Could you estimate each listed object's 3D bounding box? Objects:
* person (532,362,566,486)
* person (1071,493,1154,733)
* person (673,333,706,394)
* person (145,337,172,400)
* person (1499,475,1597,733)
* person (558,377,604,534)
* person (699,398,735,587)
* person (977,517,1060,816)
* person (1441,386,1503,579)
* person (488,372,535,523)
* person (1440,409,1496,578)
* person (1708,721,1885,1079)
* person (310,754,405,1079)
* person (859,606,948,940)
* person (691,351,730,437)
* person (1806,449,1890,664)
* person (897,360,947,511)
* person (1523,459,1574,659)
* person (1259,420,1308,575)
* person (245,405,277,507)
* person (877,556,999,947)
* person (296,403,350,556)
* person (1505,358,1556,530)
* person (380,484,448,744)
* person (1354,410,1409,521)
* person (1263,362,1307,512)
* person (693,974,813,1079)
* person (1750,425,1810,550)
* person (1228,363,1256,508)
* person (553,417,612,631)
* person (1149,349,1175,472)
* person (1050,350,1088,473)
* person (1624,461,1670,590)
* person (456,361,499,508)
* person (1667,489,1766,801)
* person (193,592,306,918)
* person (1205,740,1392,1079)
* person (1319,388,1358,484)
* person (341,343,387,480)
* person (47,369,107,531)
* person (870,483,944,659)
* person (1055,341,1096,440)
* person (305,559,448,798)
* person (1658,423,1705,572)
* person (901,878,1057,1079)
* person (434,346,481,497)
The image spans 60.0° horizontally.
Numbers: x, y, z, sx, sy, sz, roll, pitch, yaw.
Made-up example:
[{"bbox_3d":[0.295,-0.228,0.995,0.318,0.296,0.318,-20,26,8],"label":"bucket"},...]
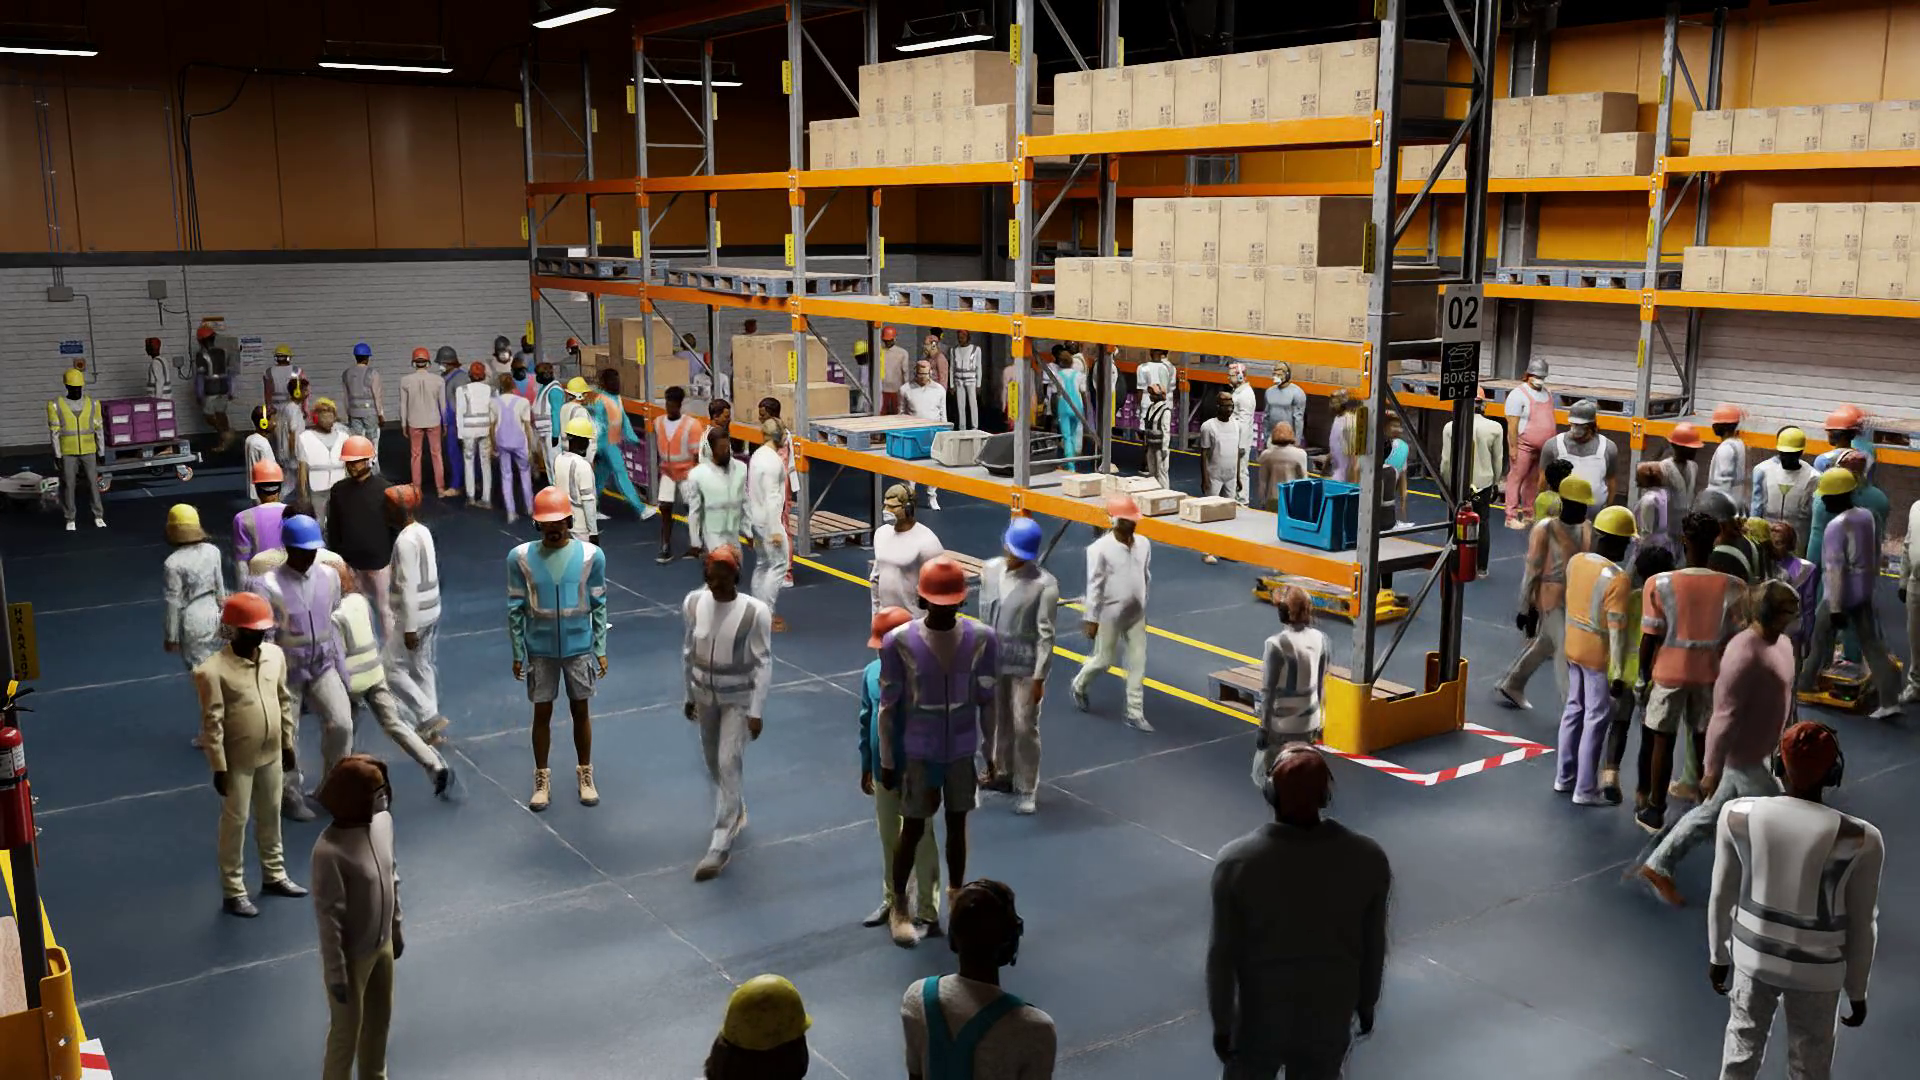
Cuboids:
[{"bbox_3d":[-5.295,-1.382,21.470,0.429,1.833,0.637,-6,13,-29],"label":"person"},{"bbox_3d":[1.126,0.498,12.106,0.570,1.730,0.741,-7,13,-32],"label":"person"},{"bbox_3d":[-4.092,-2.161,25.175,0.632,1.939,0.368,-1,11,-4],"label":"person"},{"bbox_3d":[-12.071,-2.114,25.076,0.342,1.881,0.586,-3,12,-17],"label":"person"},{"bbox_3d":[4.333,0.423,12.159,0.597,1.873,0.981,-7,13,-30],"label":"person"},{"bbox_3d":[-4.432,-0.983,19.413,0.403,1.834,0.589,-9,14,-38],"label":"person"},{"bbox_3d":[-2.431,-0.459,16.551,0.401,1.909,0.599,0,11,-1],"label":"person"},{"bbox_3d":[0.303,0.757,10.360,0.452,1.894,0.776,-10,15,-41],"label":"person"},{"bbox_3d":[5.215,-0.586,16.992,0.608,1.987,0.388,2,11,8],"label":"person"},{"bbox_3d":[-5.454,-1.136,20.226,0.518,1.816,0.665,-2,11,-8],"label":"person"},{"bbox_3d":[5.229,-0.547,17.055,0.573,1.884,0.359,4,12,18],"label":"person"},{"bbox_3d":[3.064,1.586,6.170,0.568,1.878,0.351,10,15,42],"label":"person"},{"bbox_3d":[-2.363,1.630,6.585,0.281,1.628,0.504,2,11,12],"label":"person"},{"bbox_3d":[-0.311,1.186,8.553,0.574,1.742,0.356,10,15,40],"label":"person"},{"bbox_3d":[-3.602,-1.853,24.070,0.560,1.752,0.326,-3,12,-17],"label":"person"},{"bbox_3d":[6.852,0.239,12.975,0.648,1.907,0.409,-3,11,-14],"label":"person"},{"bbox_3d":[-0.473,-1.306,20.897,0.638,1.903,0.408,-2,11,-12],"label":"person"},{"bbox_3d":[4.959,0.155,13.968,0.321,1.689,0.530,0,11,-2],"label":"person"},{"bbox_3d":[3.308,-0.413,17.025,0.544,1.619,0.553,7,13,32],"label":"person"},{"bbox_3d":[-6.850,-0.408,16.432,0.344,1.856,0.525,-9,14,-39],"label":"person"},{"bbox_3d":[-0.098,1.070,8.435,0.625,2.031,0.420,-3,12,-17],"label":"person"},{"bbox_3d":[-6.513,-0.512,17.039,0.581,1.825,0.784,-10,15,-43],"label":"person"},{"bbox_3d":[6.798,-1.147,19.720,0.683,2.000,0.536,-7,13,-31],"label":"person"},{"bbox_3d":[-3.825,0.537,11.530,0.431,1.871,0.613,-1,11,-7],"label":"person"},{"bbox_3d":[4.107,-0.365,16.274,0.604,1.818,0.446,-5,12,-23],"label":"person"},{"bbox_3d":[3.965,-1.225,20.424,0.367,1.932,0.623,-9,14,-37],"label":"person"},{"bbox_3d":[-0.549,1.996,4.453,0.494,1.729,0.390,6,13,28],"label":"person"},{"bbox_3d":[7.086,-0.051,14.429,0.598,1.916,0.380,-4,12,-21],"label":"person"},{"bbox_3d":[3.413,-1.226,20.501,0.400,1.900,0.646,0,11,1],"label":"person"},{"bbox_3d":[-3.400,-0.138,14.870,0.374,1.919,0.585,-10,15,-41],"label":"person"},{"bbox_3d":[2.899,-1.936,23.999,0.388,1.947,0.615,2,11,12],"label":"person"},{"bbox_3d":[1.555,-1.773,23.578,0.507,1.807,0.889,-3,11,-13],"label":"person"},{"bbox_3d":[5.886,0.118,14.296,0.408,1.621,0.546,10,15,41],"label":"person"},{"bbox_3d":[-6.183,-1.357,21.300,0.621,1.840,0.830,-7,13,-31],"label":"person"},{"bbox_3d":[4.756,0.657,10.489,0.694,2.000,0.604,-10,15,-43],"label":"person"},{"bbox_3d":[-3.761,1.127,8.855,0.361,1.742,0.570,5,12,24],"label":"person"},{"bbox_3d":[1.179,1.635,5.866,0.649,1.891,0.480,0,11,0],"label":"person"},{"bbox_3d":[4.091,-0.766,18.341,0.820,1.813,0.522,0,11,0],"label":"person"},{"bbox_3d":[-8.283,-1.765,23.160,0.604,1.939,0.415,4,12,18],"label":"person"},{"bbox_3d":[-10.393,-1.062,19.623,0.584,1.917,0.405,-9,14,-38],"label":"person"},{"bbox_3d":[-0.379,0.572,11.186,0.359,1.938,0.635,-11,15,-43],"label":"person"},{"bbox_3d":[1.929,-2.490,26.850,1.048,1.939,0.644,9,14,39],"label":"person"},{"bbox_3d":[-3.715,0.889,10.485,0.889,1.584,0.531,3,11,13],"label":"person"},{"bbox_3d":[6.268,-0.079,14.610,0.547,1.915,0.487,-7,13,-32],"label":"person"},{"bbox_3d":[0.059,1.870,4.823,0.501,1.839,0.341,8,14,35],"label":"person"},{"bbox_3d":[-6.694,-1.610,22.094,0.632,2.000,0.699,-7,13,-32],"label":"person"}]
